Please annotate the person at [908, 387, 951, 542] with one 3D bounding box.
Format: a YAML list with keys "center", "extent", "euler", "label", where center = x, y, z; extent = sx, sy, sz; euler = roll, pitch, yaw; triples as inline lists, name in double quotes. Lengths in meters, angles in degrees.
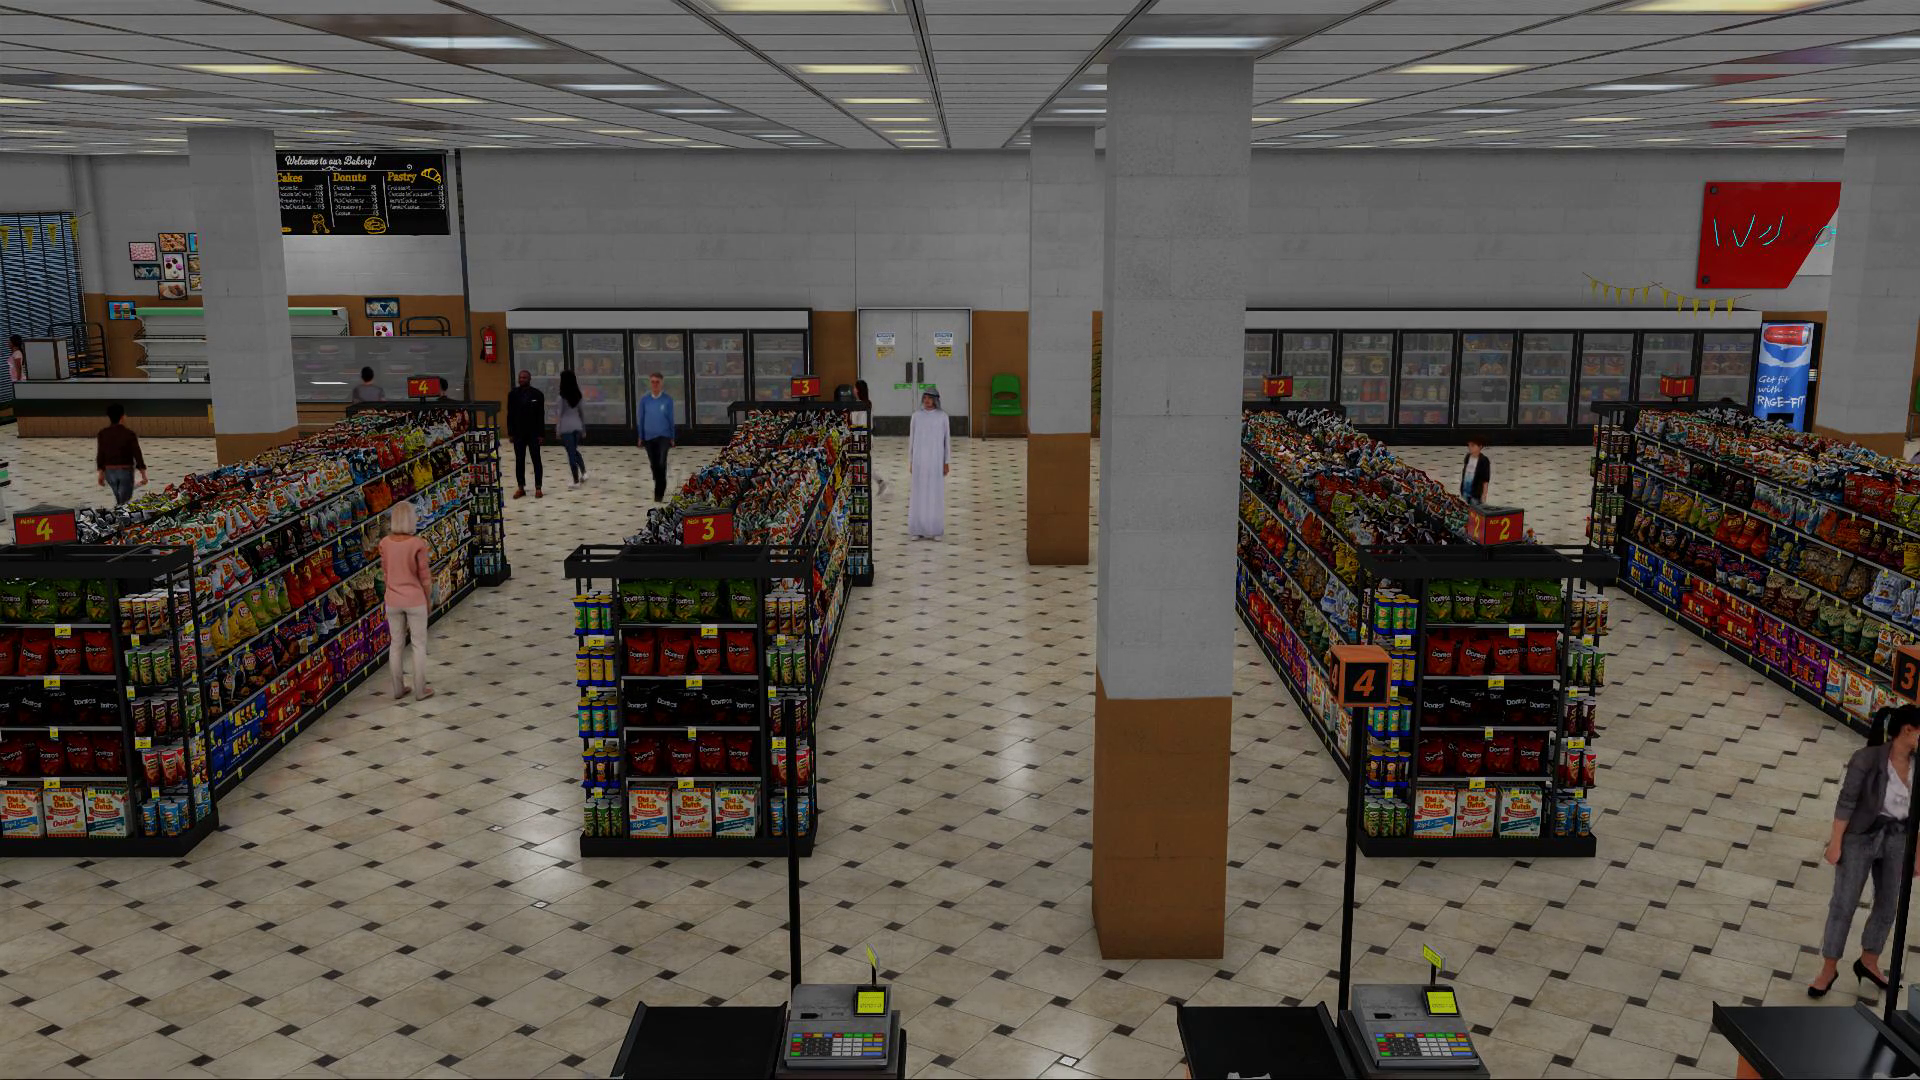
- center: [-0.390, -0.960, 20.769]
  extent: [0.713, 1.931, 0.655]
  euler: [1, 12, 5]
  label: "person"

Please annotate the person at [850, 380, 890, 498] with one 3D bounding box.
- center: [-1.350, -1.410, 23.555]
  extent: [0.902, 1.664, 1.051]
  euler: [5, 13, 21]
  label: "person"

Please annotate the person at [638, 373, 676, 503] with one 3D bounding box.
- center: [-4.277, -1.464, 23.515]
  extent: [0.665, 1.785, 1.139]
  euler: [0, 12, 2]
  label: "person"

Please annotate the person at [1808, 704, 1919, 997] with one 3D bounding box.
- center: [4.857, 1.669, 8.950]
  extent: [0.733, 1.655, 0.586]
  euler: [2, 12, 8]
  label: "person"

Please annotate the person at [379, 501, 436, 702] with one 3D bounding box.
- center: [-4.756, 0.514, 14.271]
  extent: [0.606, 1.724, 0.545]
  euler: [1, 12, 6]
  label: "person"

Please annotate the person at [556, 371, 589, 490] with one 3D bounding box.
- center: [-5.613, -1.590, 24.264]
  extent: [0.786, 1.723, 0.710]
  euler: [9, 15, 36]
  label: "person"

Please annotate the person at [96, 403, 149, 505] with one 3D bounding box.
- center: [-10.243, -0.751, 20.202]
  extent: [0.675, 1.755, 0.896]
  euler: [0, 12, -1]
  label: "person"

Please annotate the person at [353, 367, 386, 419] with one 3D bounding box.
- center: [-8.734, -1.682, 24.658]
  extent: [0.742, 1.742, 0.785]
  euler: [-5, 13, -23]
  label: "person"

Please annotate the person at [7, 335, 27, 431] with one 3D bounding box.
- center: [-17.126, -2.873, 30.314]
  extent: [0.706, 1.740, 0.578]
  euler: [-5, 13, -24]
  label: "person"

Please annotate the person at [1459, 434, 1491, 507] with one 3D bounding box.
- center: [6.254, -0.569, 20.114]
  extent: [0.742, 1.435, 0.701]
  euler: [-6, 13, -27]
  label: "person"

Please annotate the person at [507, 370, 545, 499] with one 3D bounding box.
- center: [-6.161, -1.512, 23.665]
  extent: [0.676, 1.818, 0.570]
  euler: [0, 12, 0]
  label: "person"
